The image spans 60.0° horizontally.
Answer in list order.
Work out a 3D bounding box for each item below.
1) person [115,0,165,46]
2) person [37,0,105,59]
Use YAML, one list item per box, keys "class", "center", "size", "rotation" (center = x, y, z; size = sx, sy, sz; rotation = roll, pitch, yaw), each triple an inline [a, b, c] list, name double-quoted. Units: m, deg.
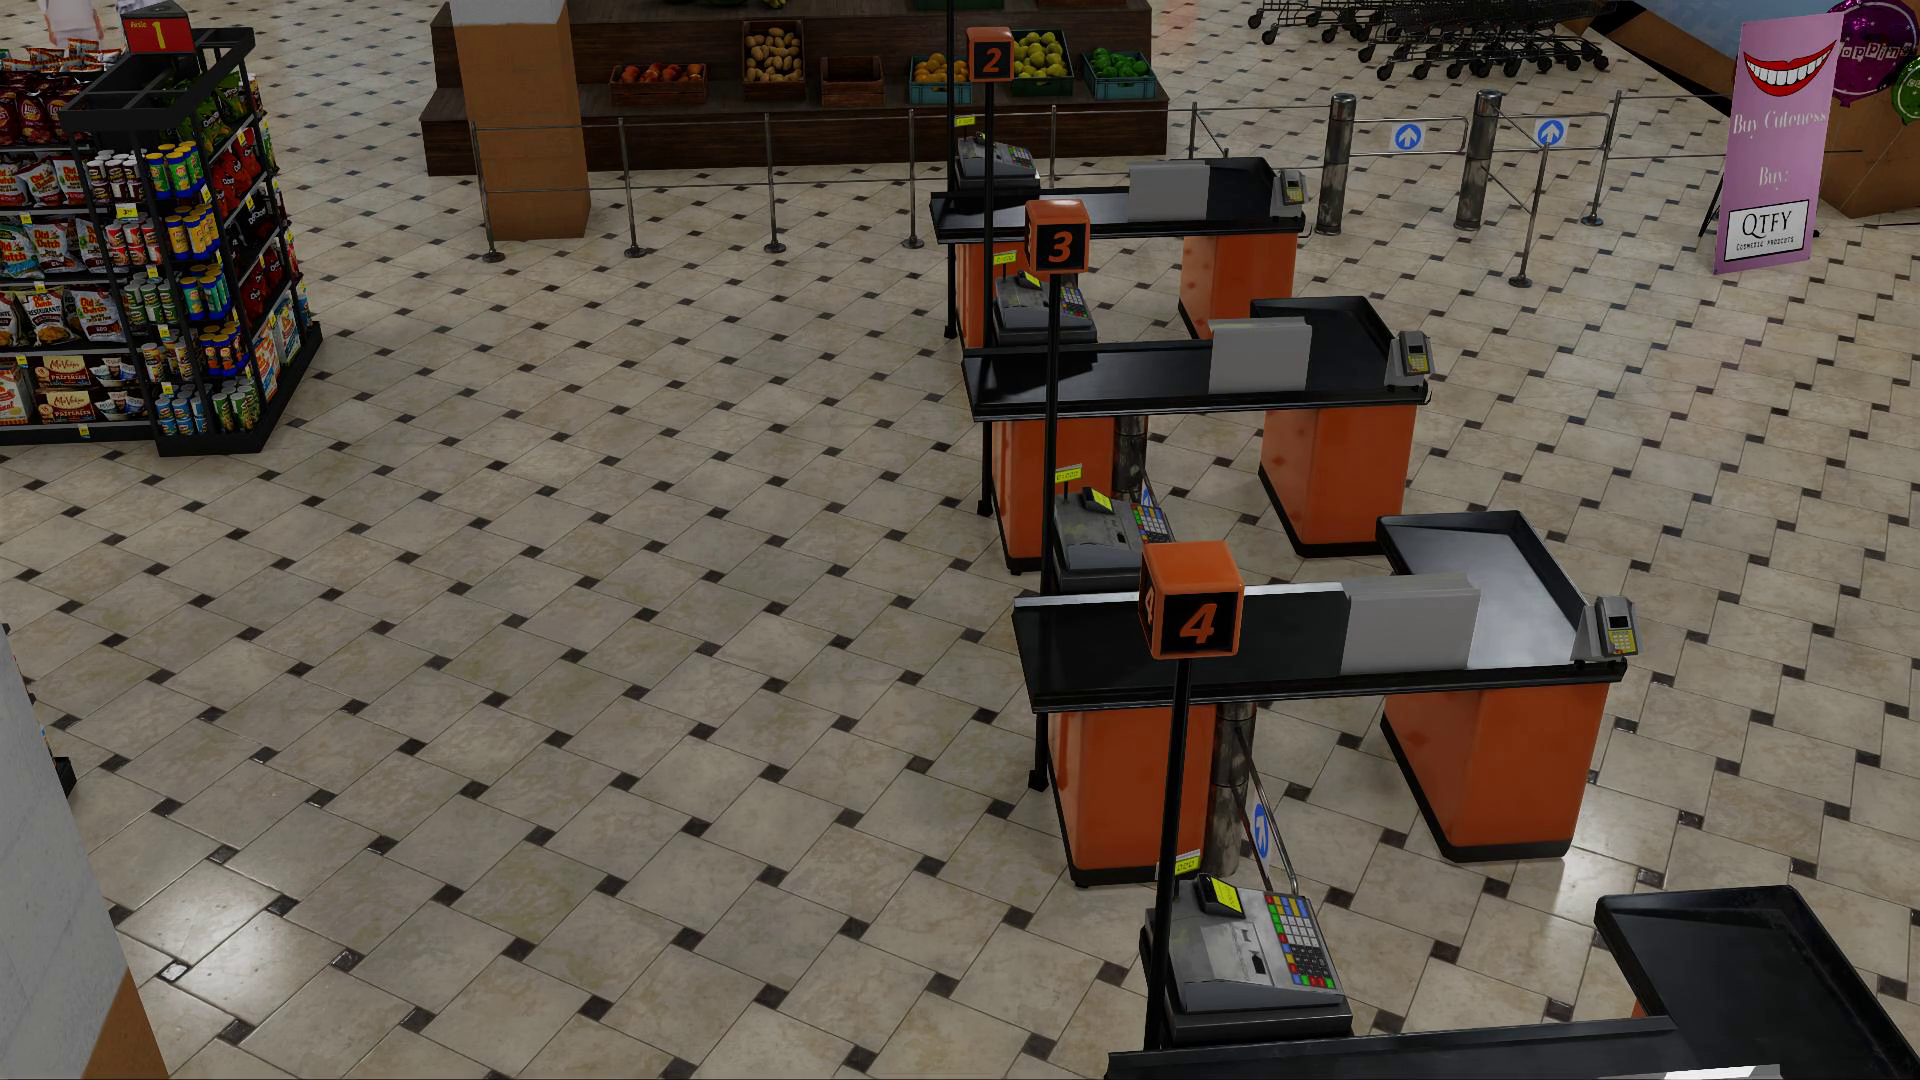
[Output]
- class: "person"
  center: [-6.808, -4.391, 13.896]
  size: [0.829, 1.924, 0.805]
  rotation: [-24, 39, -33]
- class: "person"
  center: [-7.515, -4.366, 14.081]
  size: [0.648, 1.686, 0.746]
  rotation: [-22, 38, -31]
